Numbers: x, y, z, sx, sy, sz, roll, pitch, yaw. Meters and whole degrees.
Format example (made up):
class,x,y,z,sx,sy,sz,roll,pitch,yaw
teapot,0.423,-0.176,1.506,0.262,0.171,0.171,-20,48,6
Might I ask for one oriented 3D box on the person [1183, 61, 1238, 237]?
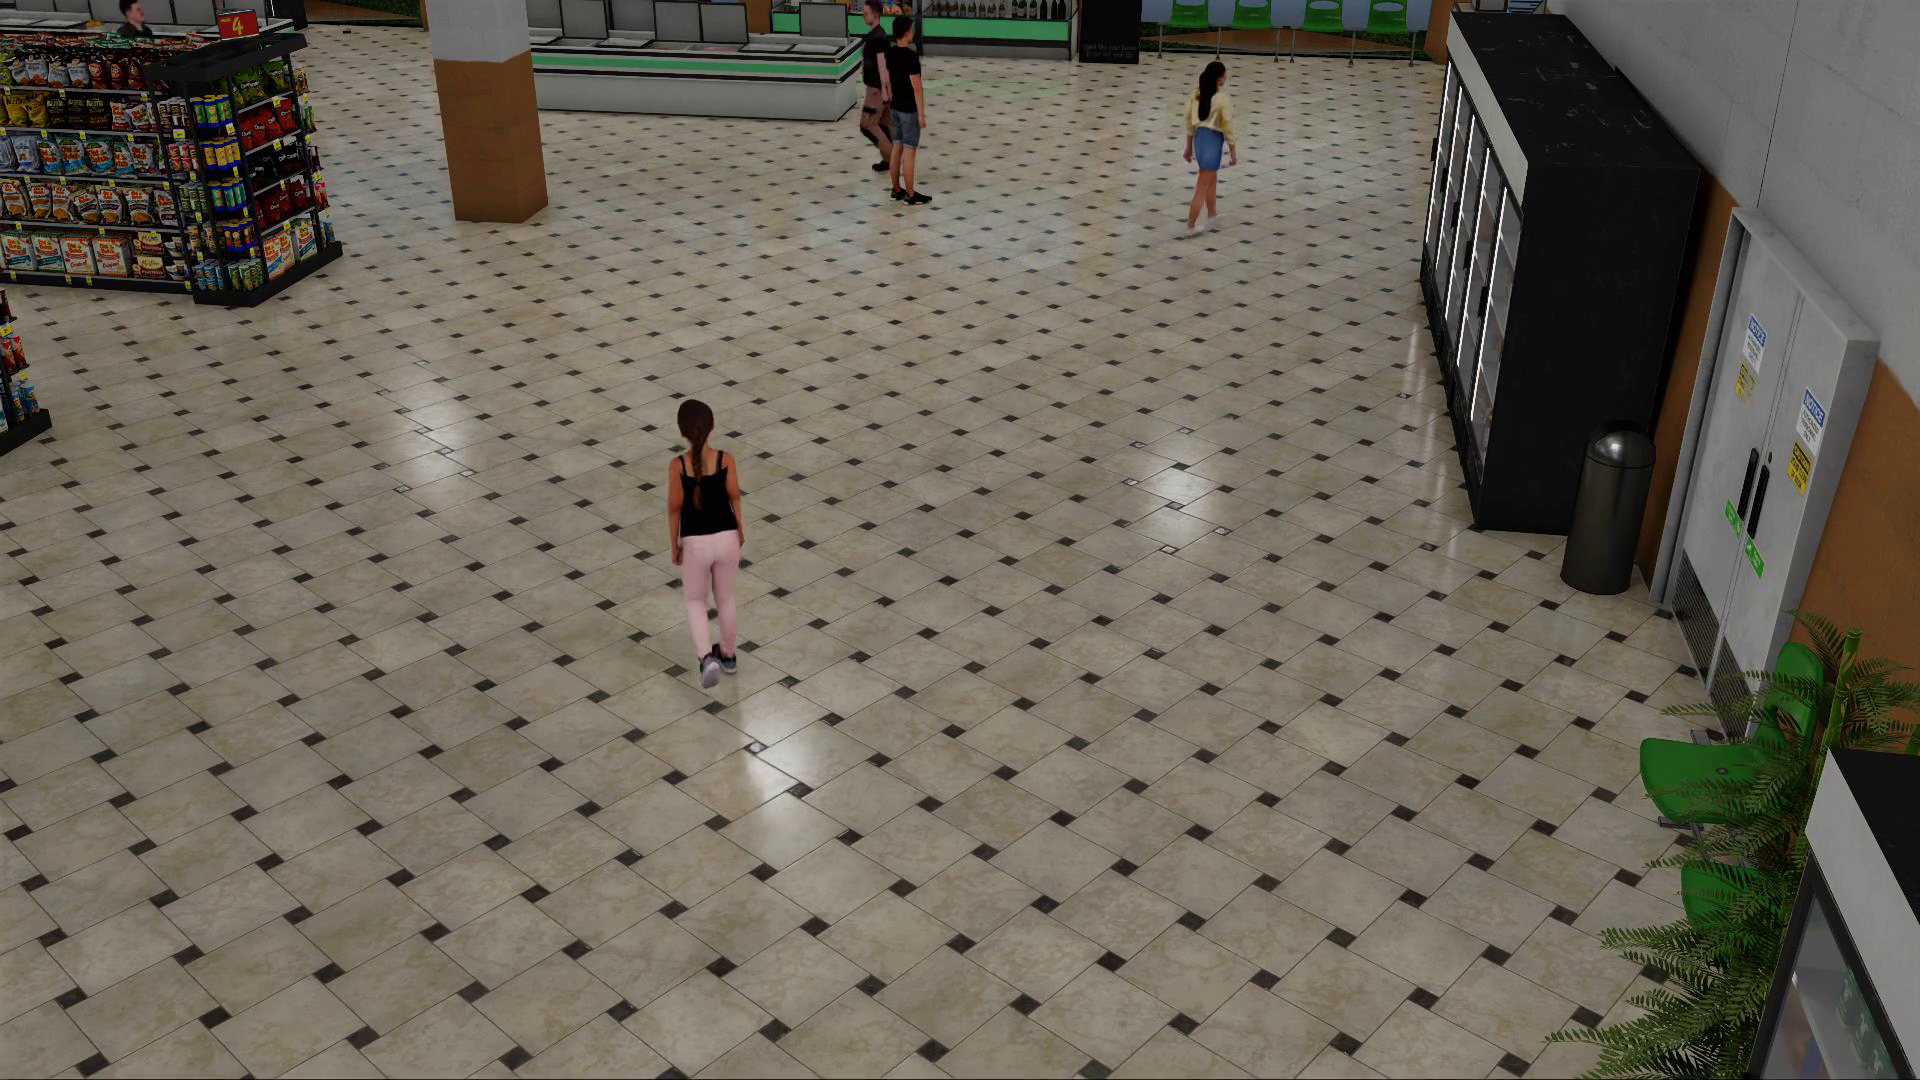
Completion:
class,x,y,z,sx,sy,sz,roll,pitch,yaw
person,2.282,-3.649,15.657,0.988,1.606,0.959,-22,34,-37

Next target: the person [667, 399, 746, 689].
class,x,y,z,sx,sy,sz,roll,pitch,yaw
person,-1.258,0.064,8.403,0.841,1.544,0.824,-7,28,-14

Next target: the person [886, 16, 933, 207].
class,x,y,z,sx,sy,sz,roll,pitch,yaw
person,-0.561,-4.316,16.708,0.800,1.846,0.732,-19,32,-32

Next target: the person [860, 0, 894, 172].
class,x,y,z,sx,sy,sz,roll,pitch,yaw
person,-0.743,-4.818,17.725,0.701,1.820,0.716,1,27,3

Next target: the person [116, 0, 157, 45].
class,x,y,z,sx,sy,sz,roll,pitch,yaw
person,-8.737,-4.808,17.731,1.249,1.797,0.907,-1,27,-2
